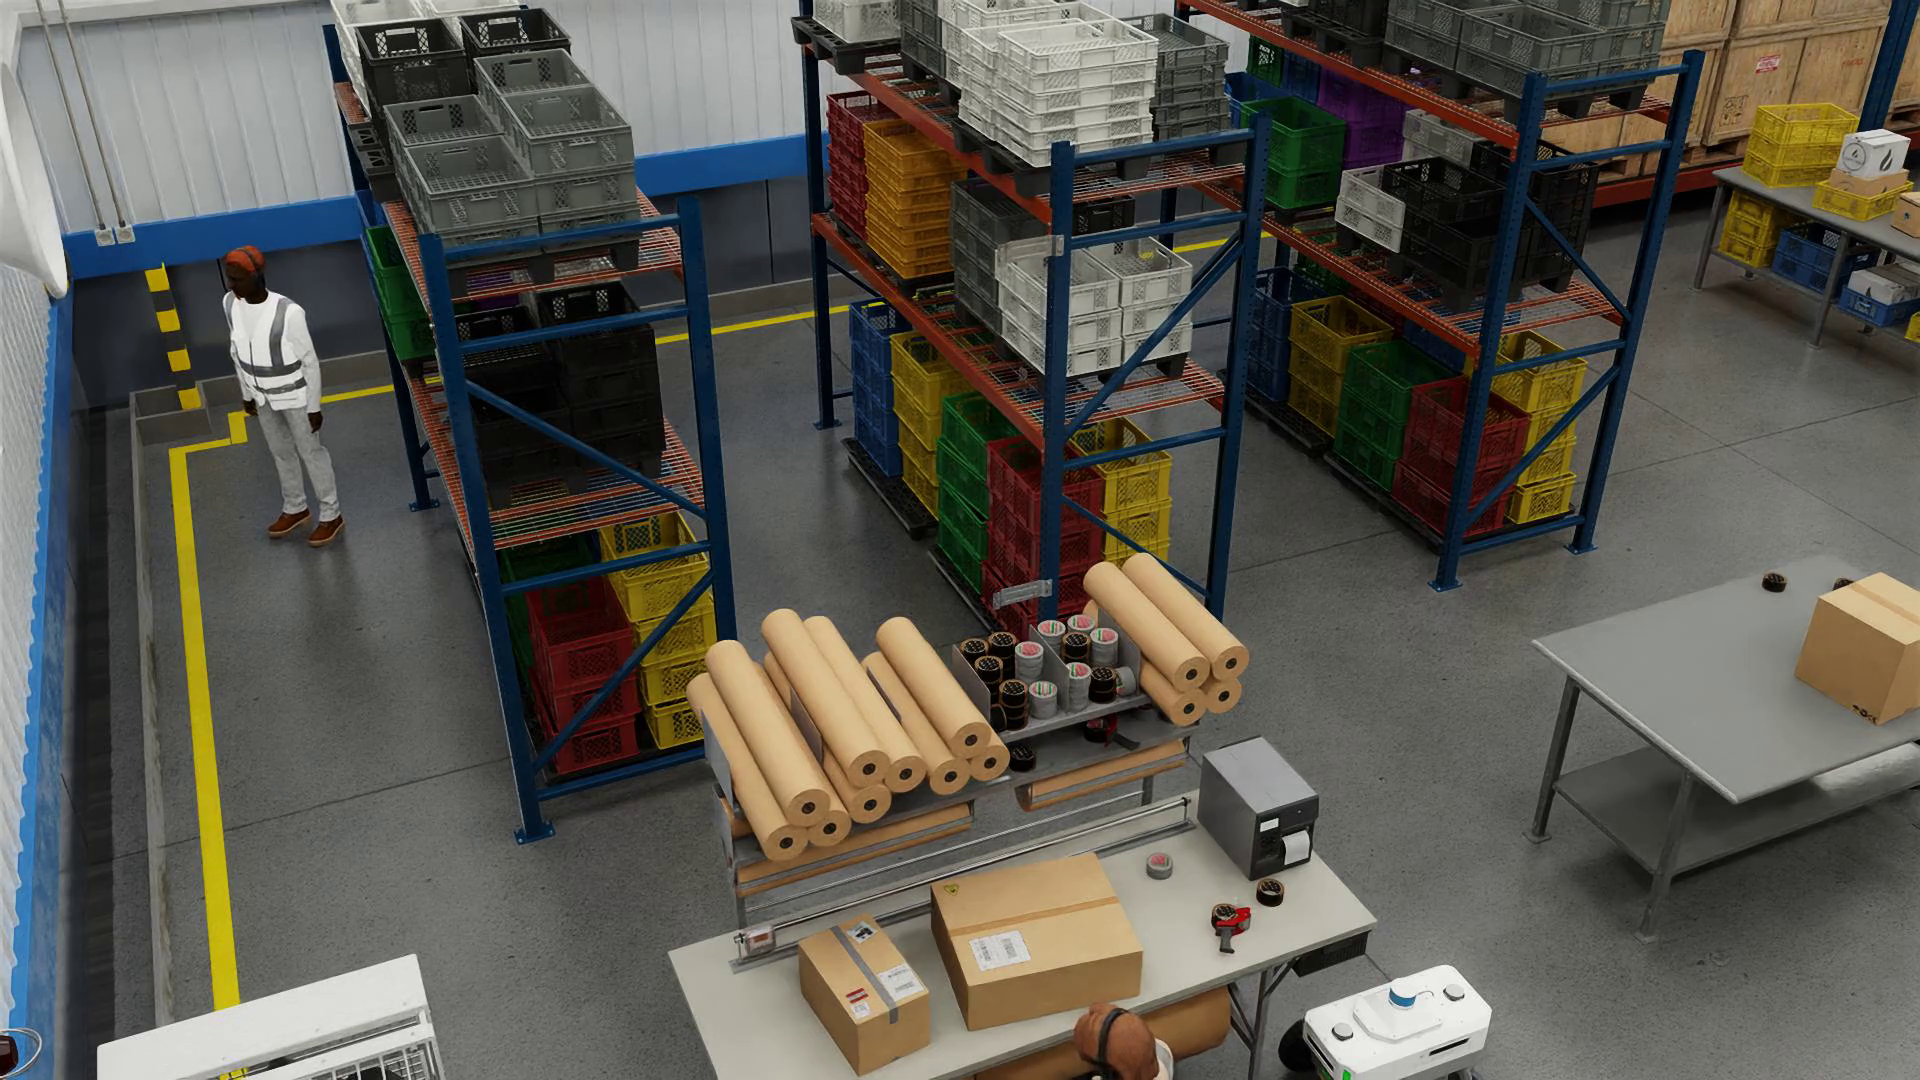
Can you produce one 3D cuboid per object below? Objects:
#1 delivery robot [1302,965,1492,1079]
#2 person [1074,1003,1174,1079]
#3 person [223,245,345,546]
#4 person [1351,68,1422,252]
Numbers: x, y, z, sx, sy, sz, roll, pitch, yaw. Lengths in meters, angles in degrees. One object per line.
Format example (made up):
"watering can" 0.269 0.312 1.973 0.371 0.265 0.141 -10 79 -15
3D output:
"delivery robot" 1.700 1.913 6.482 0.707 0.478 0.477 -12 34 -19
"person" 0.488 2.086 5.260 0.310 1.640 0.514 16 35 24
"person" -3.995 -0.840 9.783 0.576 1.881 0.352 13 34 20
"person" 3.439 -3.302 13.739 0.625 1.933 0.375 18 36 26
